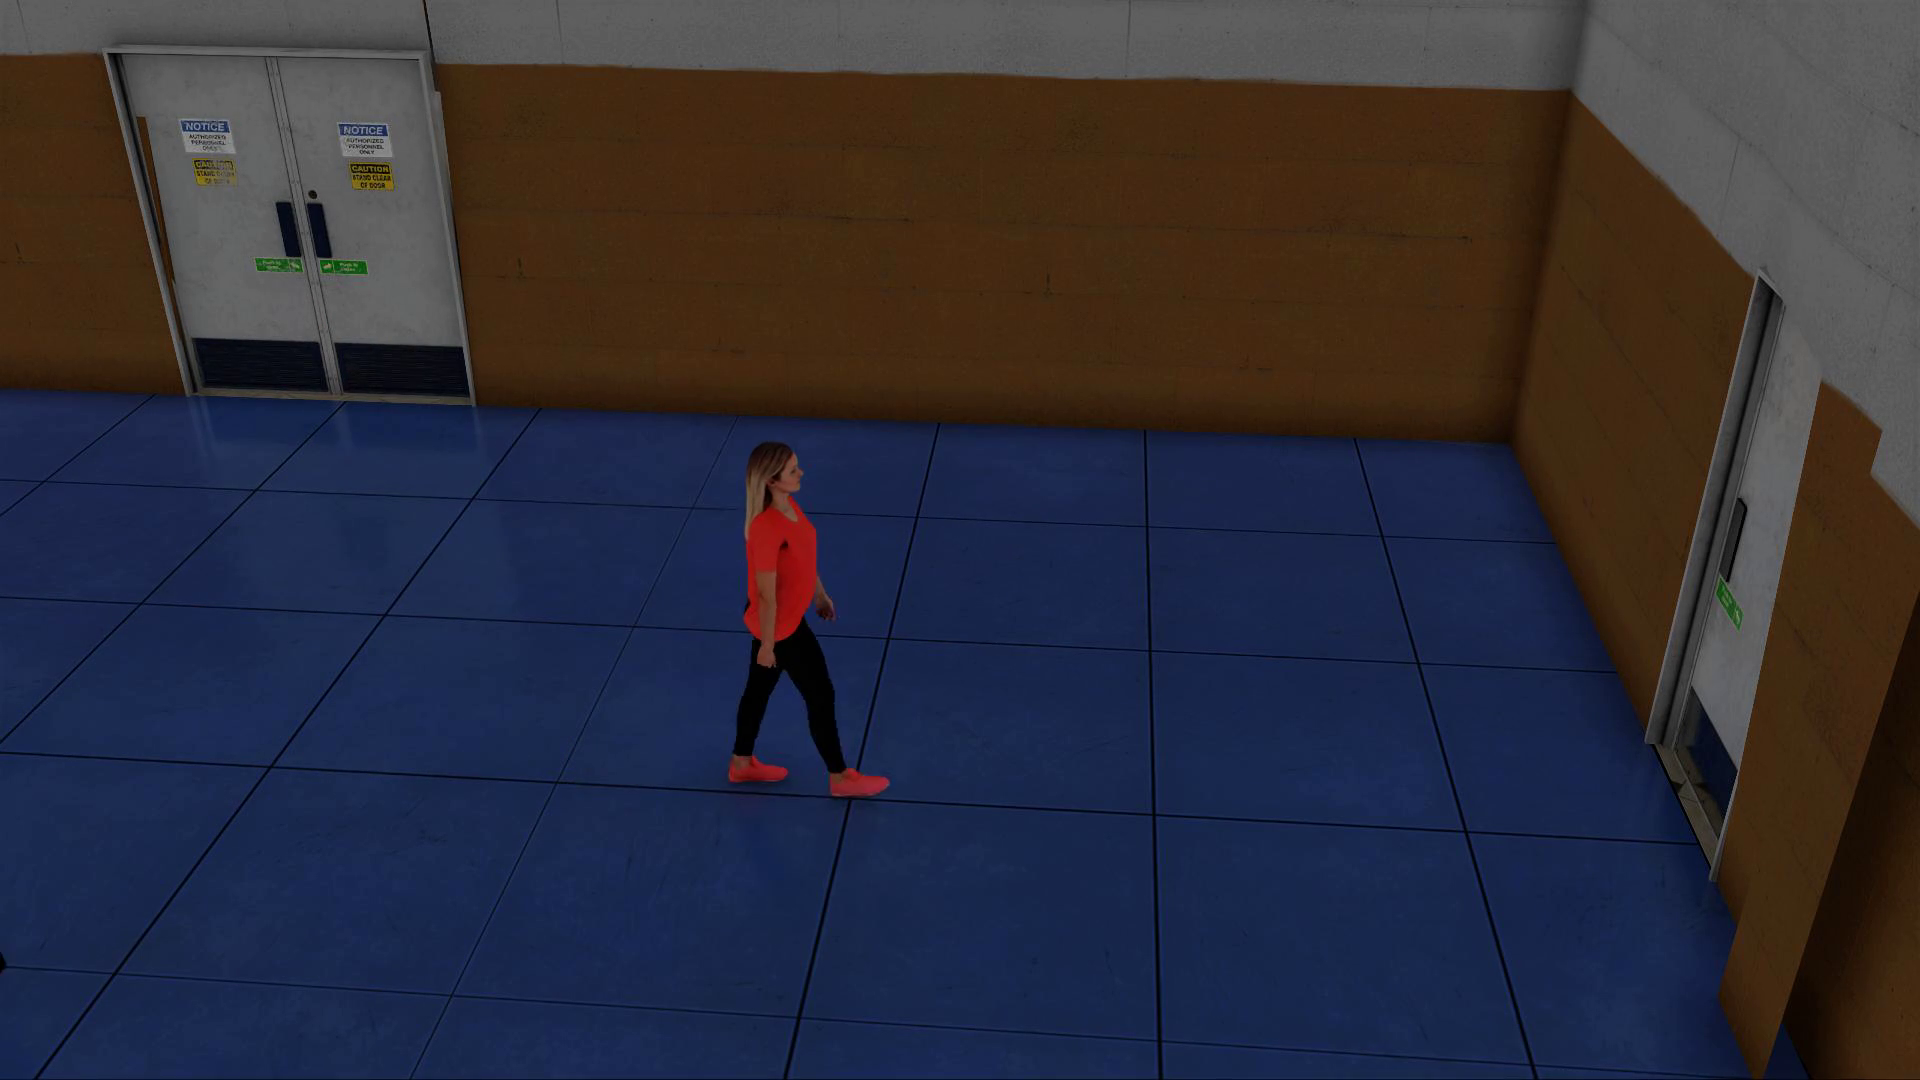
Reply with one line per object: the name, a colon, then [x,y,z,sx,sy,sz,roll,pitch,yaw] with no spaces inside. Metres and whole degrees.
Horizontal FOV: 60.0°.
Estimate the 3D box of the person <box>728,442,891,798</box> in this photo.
person: [-0.853,0.365,7.027,0.738,1.664,0.913,-2,29,-3]
